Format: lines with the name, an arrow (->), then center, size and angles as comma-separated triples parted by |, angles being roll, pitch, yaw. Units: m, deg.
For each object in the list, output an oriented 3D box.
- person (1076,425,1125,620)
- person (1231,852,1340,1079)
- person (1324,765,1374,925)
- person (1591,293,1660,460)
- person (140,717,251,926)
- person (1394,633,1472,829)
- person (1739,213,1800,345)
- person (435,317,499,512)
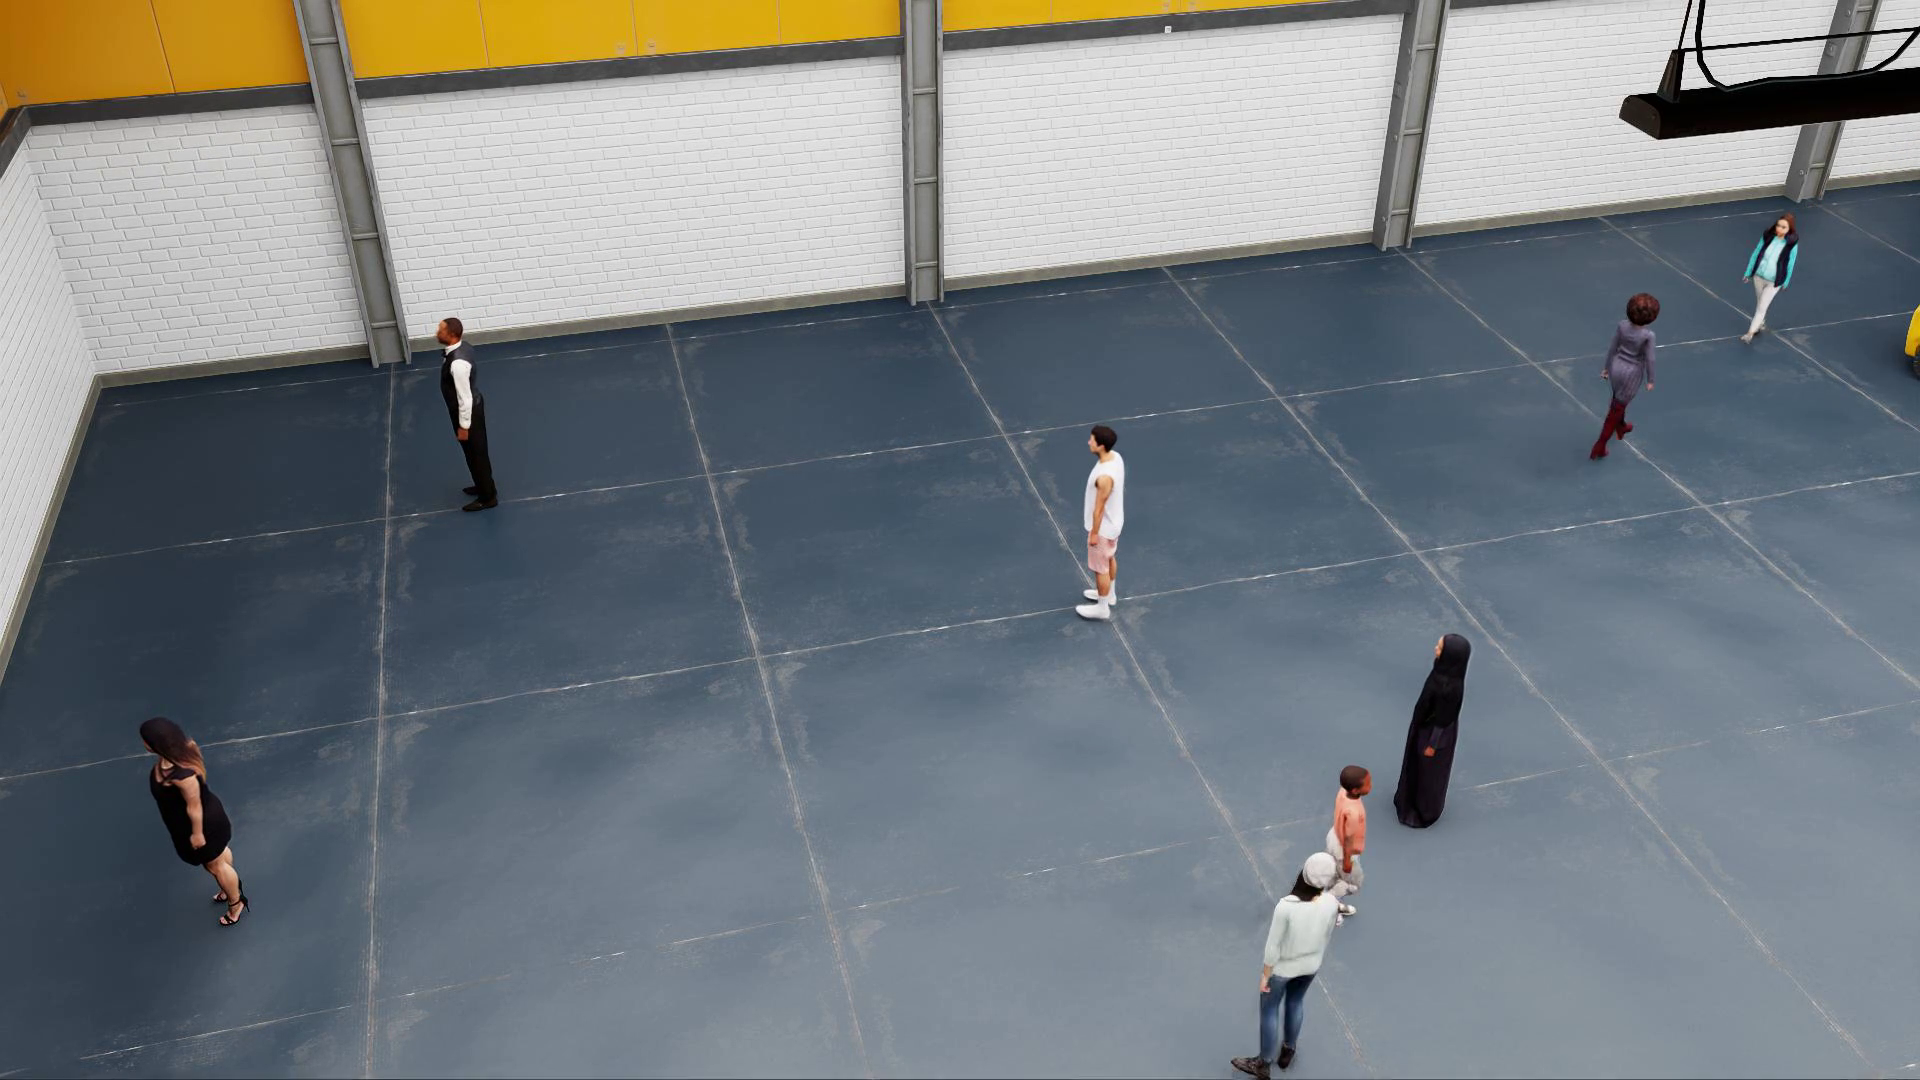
person -> 1.213, -0.147, 13.823 | 0.731, 1.783, 0.718 | 8, 34, 12
person -> 1.973, 2.557, 9.905 | 0.503, 1.616, 0.797 | -17, 37, -24
person -> 2.484, 2.012, 11.006 | 0.602, 1.305, 0.567 | 2, 34, 3
person -> 6.343, -1.533, 15.996 | 1.035, 1.687, 0.808 | -20, 39, -28
person -> -4.995, 1.829, 10.911 | 0.666, 1.715, 0.710 | -15, 37, -22
person -> 3.366, 1.324, 11.762 | 0.745, 1.615, 0.713 | 9, 35, 14
person -> 8.913, -2.906, 18.262 | 1.012, 1.463, 0.813 | -24, 41, -32
person -> -4.512, -1.173, 15.244 | 0.570, 1.917, 0.685 | -7, 34, -11
